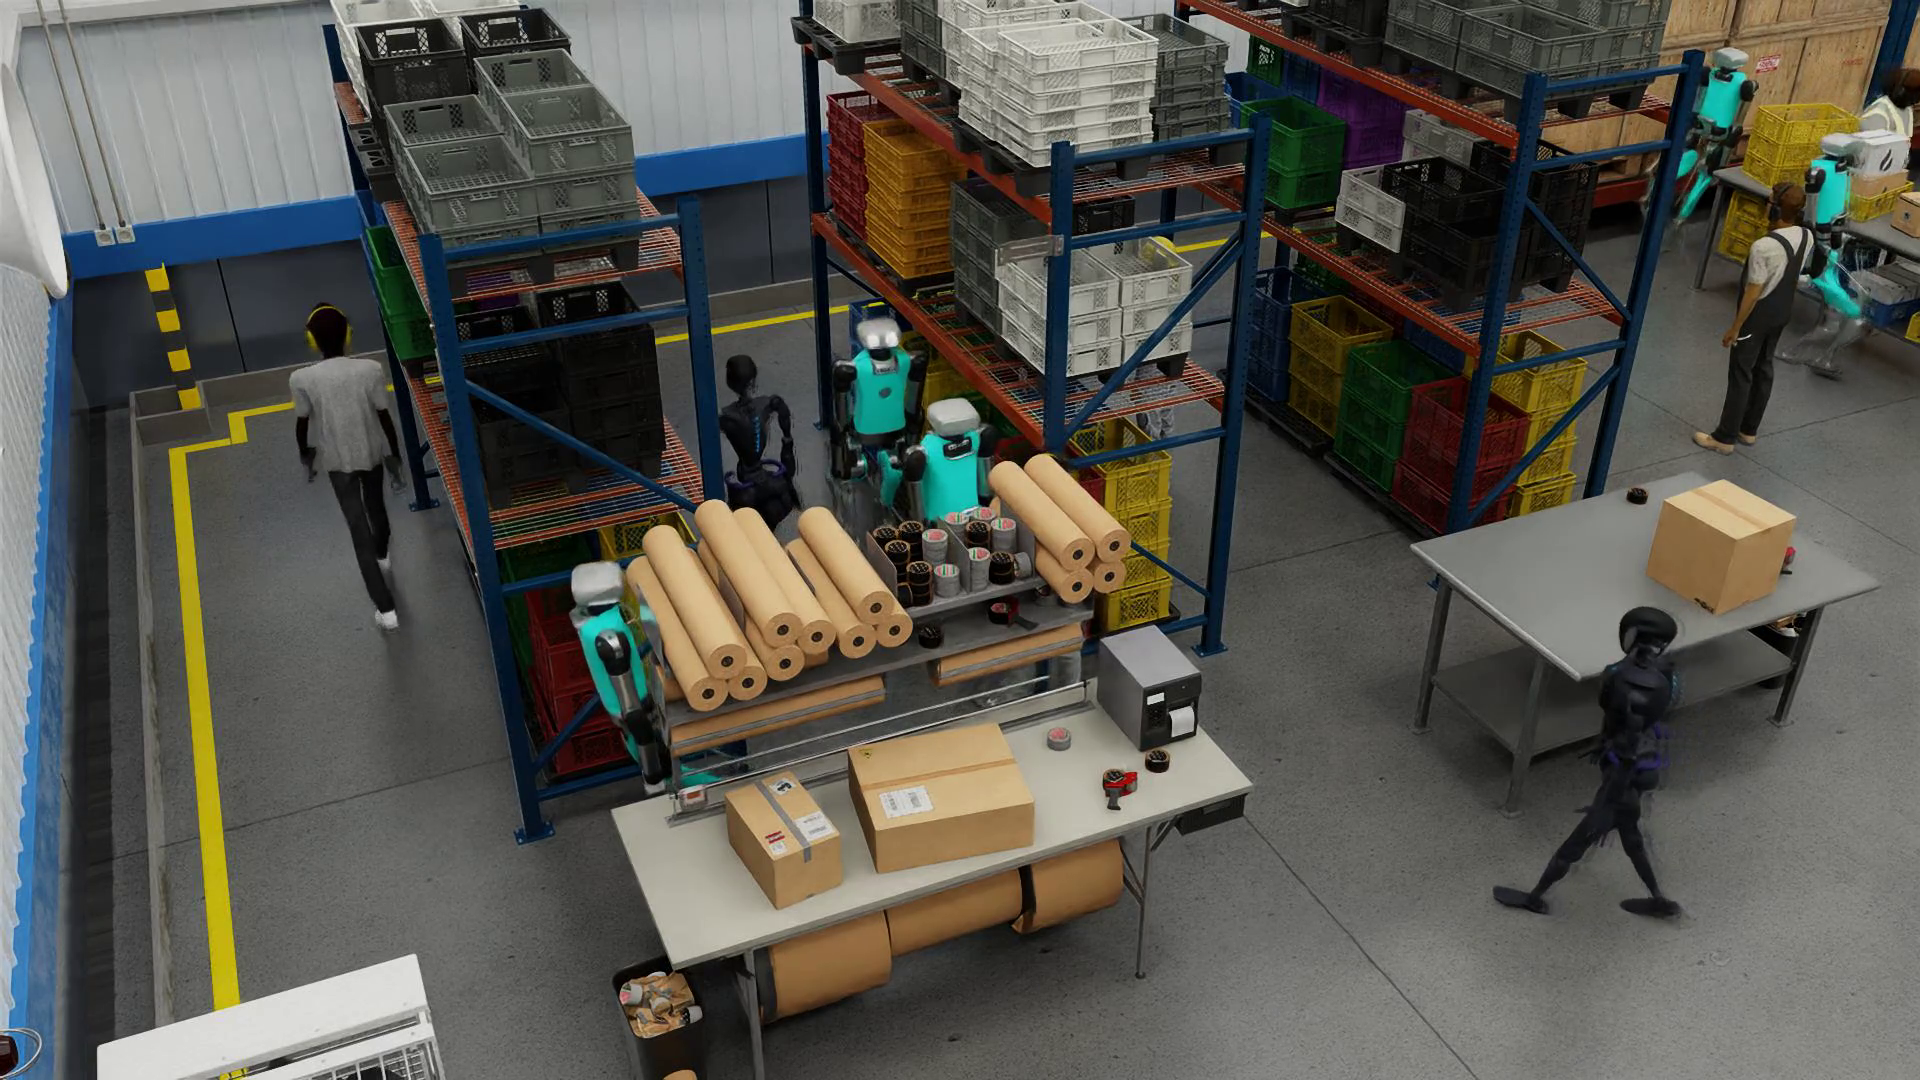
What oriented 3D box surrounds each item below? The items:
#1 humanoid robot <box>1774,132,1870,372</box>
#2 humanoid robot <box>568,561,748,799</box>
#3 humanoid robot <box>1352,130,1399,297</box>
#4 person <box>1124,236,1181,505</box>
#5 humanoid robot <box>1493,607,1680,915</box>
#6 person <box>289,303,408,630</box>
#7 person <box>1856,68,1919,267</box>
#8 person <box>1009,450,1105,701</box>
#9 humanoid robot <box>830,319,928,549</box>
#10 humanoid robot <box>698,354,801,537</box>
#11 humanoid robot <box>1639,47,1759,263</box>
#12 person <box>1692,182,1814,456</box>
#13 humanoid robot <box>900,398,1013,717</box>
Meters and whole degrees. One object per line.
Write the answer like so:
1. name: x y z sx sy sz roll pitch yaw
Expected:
1. humanoid robot: 6.196 -1.941 11.722 0.543 1.758 0.911 -25 40 -35
2. humanoid robot: -1.226 0.891 7.232 0.748 1.901 0.547 -13 34 -20
3. humanoid robot: 3.202 -2.608 12.862 0.369 1.644 0.609 -7 32 -11
4. person: 1.182 -1.036 10.246 0.295 1.743 0.491 17 35 25
5. humanoid robot: 2.813 0.980 7.082 0.799 1.621 0.603 10 33 16
6. person: -3.371 -0.435 9.205 0.527 1.812 1.011 -15 35 -23
7. person: 7.205 -2.788 13.042 0.636 1.800 0.930 -21 38 -31
8. person: 0.423 0.426 7.770 0.542 1.855 0.354 2 32 3
9. humanoid robot: -0.528 -0.522 9.421 0.531 1.777 0.833 -11 33 -17
10. humanoid robot: -1.149 -0.244 9.031 0.598 1.654 0.353 -20 37 -29
11. humanoid robot: 5.921 -3.063 13.584 0.764 1.817 0.545 -15 35 -23
12. person: 5.166 -1.421 10.774 0.504 1.846 0.348 -16 35 -24
13. humanoid robot: 0.078 0.218 8.254 0.531 1.828 0.690 -19 37 -28
